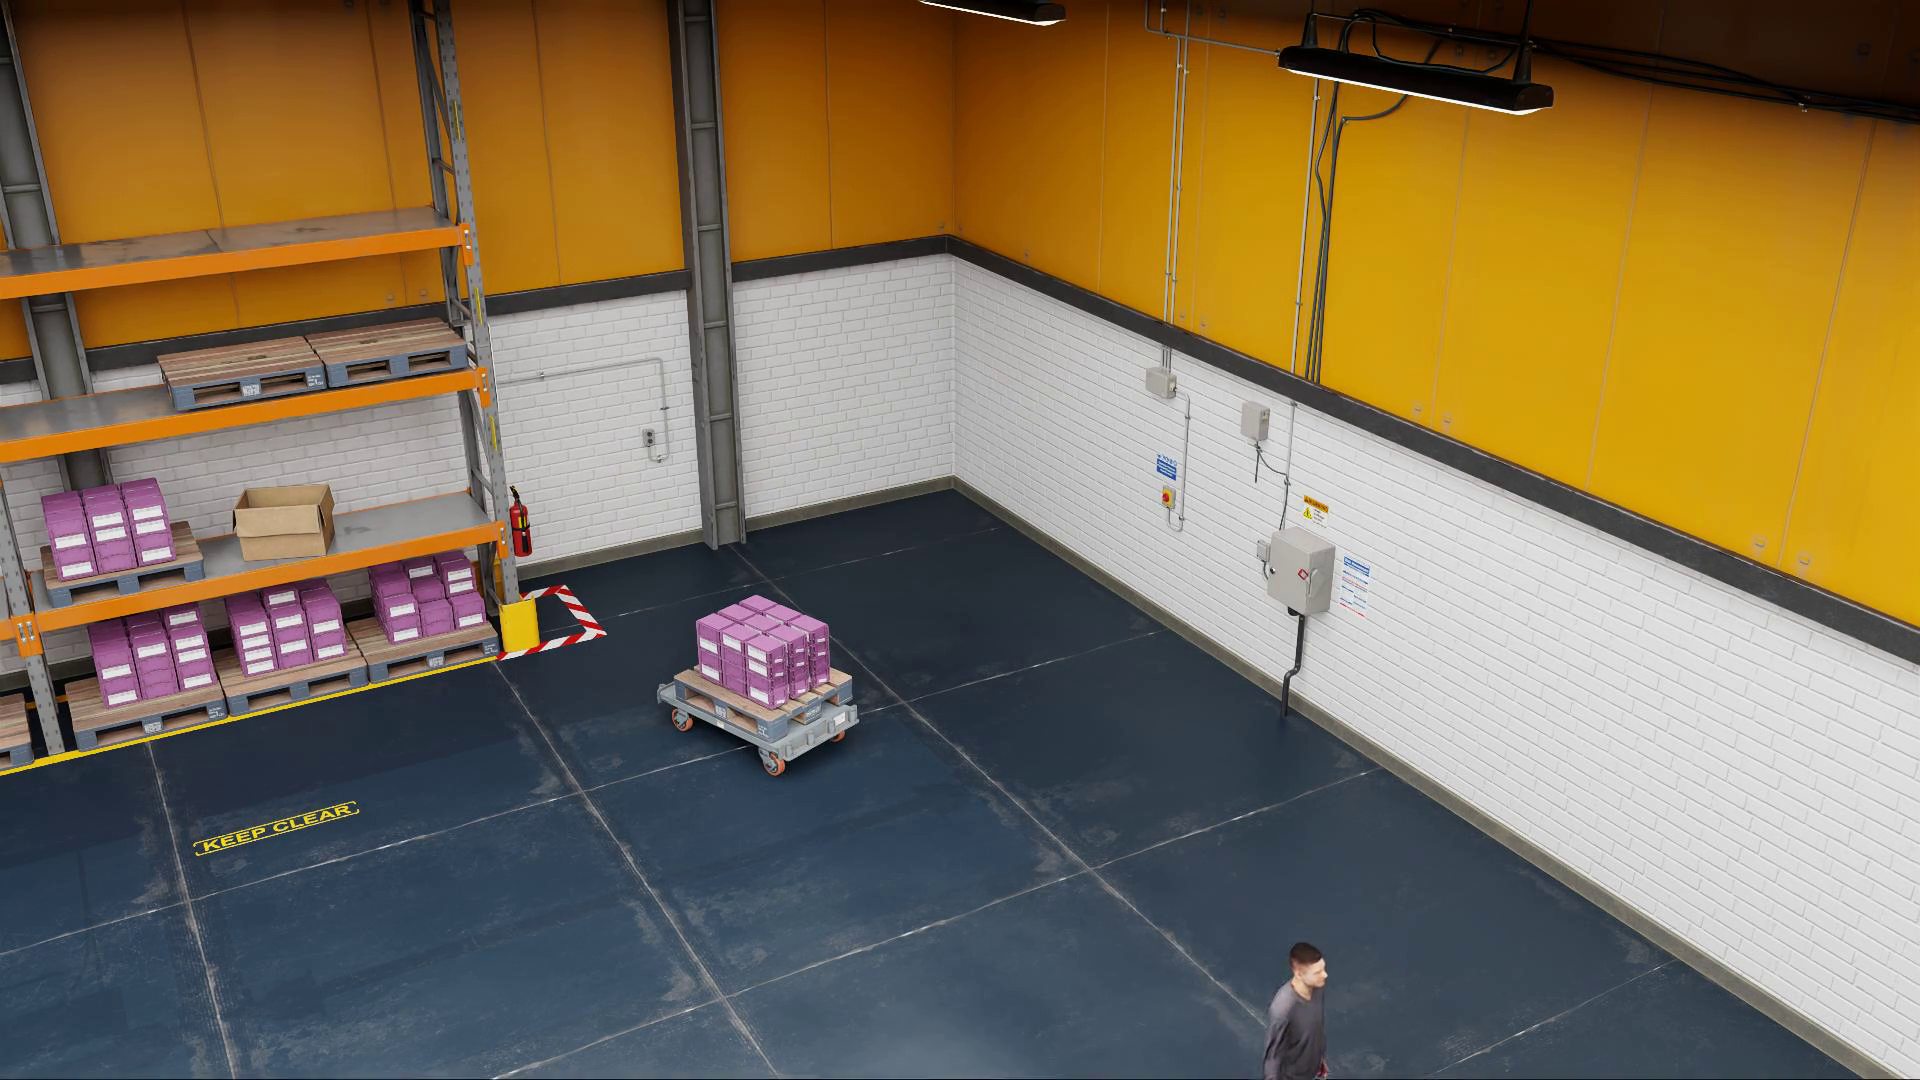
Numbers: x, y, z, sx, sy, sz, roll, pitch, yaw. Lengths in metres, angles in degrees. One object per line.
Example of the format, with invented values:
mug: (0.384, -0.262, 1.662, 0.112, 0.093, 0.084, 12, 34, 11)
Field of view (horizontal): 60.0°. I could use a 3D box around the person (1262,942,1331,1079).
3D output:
person: (1.805, 2.996, 9.395, 1.026, 1.715, 1.138, 14, 27, 29)
